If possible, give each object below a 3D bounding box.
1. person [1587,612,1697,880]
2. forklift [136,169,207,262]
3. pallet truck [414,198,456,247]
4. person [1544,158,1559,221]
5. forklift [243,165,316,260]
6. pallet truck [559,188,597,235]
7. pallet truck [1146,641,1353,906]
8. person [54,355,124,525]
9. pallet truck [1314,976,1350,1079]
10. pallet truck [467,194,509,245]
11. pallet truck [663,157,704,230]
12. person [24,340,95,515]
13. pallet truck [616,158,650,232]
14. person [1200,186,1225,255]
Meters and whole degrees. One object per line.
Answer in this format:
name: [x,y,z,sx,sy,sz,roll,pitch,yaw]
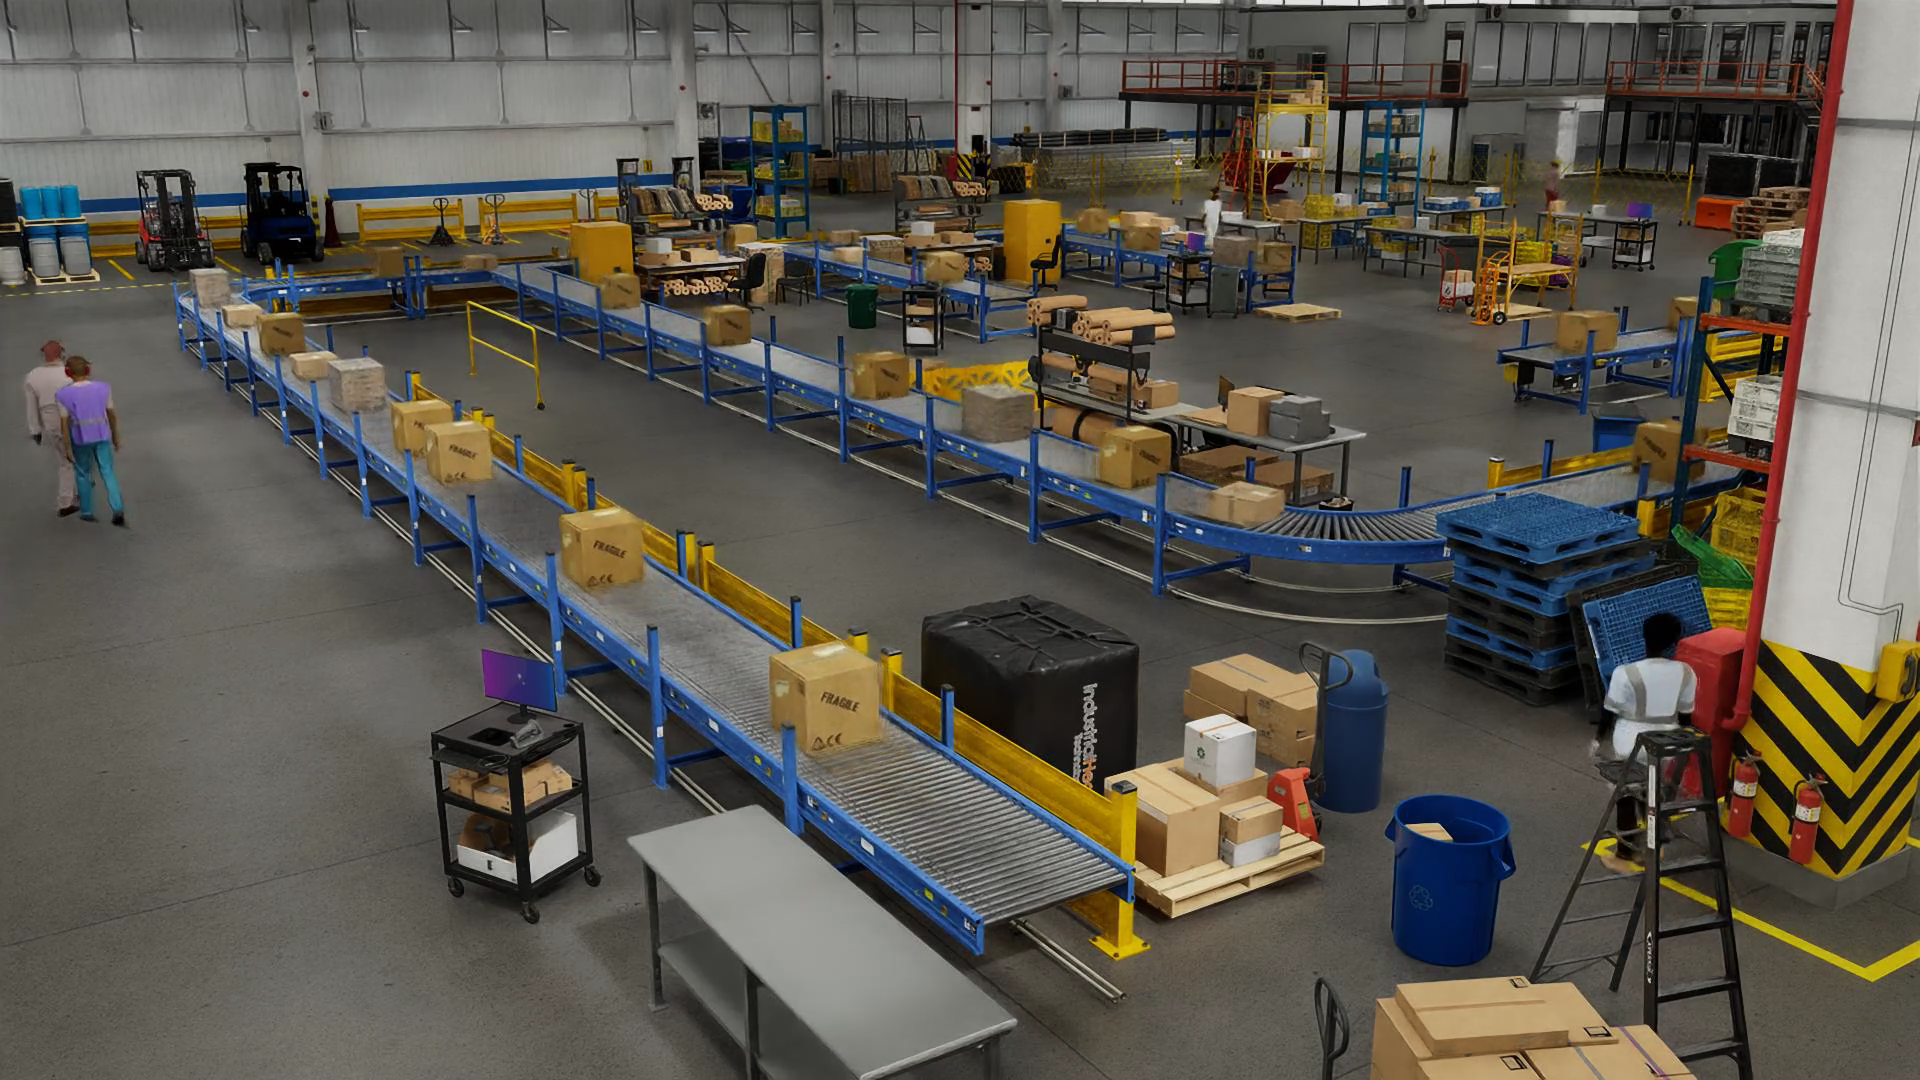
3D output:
person: [4.137,1.255,10.085,0.568,1.673,0.362,-4,17,-13]
forklift: [-17.842,-7.318,37.559,1.157,1.987,2.680,-10,20,-31]
pallet truck: [-13.250,-8.060,41.856,0.680,1.201,1.601,-10,20,-31]
person: [16.801,-9.944,47.213,0.328,1.767,0.533,-8,18,-24]
forklift: [-15.898,-7.669,38.708,1.157,1.987,2.680,-11,20,-33]
pallet truck: [-10.010,-8.652,43.699,0.653,1.274,1.630,-10,20,-31]
pallet truck: [1.664,1.407,10.232,1.630,1.274,0.653,-10,20,-31]
person: [-9.146,-1.037,17.519,0.830,1.826,0.580,15,23,42]
pallet truck: [2.299,2.390,7.086,1.601,1.201,0.680,-2,17,-7]
pallet truck: [-11.983,-8.177,42.137,0.704,1.261,1.522,-11,20,-33]
pallet truck: [-7.586,-9.308,44.692,0.823,1.965,1.885,-11,20,-33]
person: [-9.734,-1.260,18.153,0.647,1.852,0.997,0,17,0]
pallet truck: [-8.918,-9.176,44.255,0.823,1.965,1.885,-9,19,-27]
person: [5.688,-6.941,37.075,0.553,1.838,0.797,-11,20,-32]
